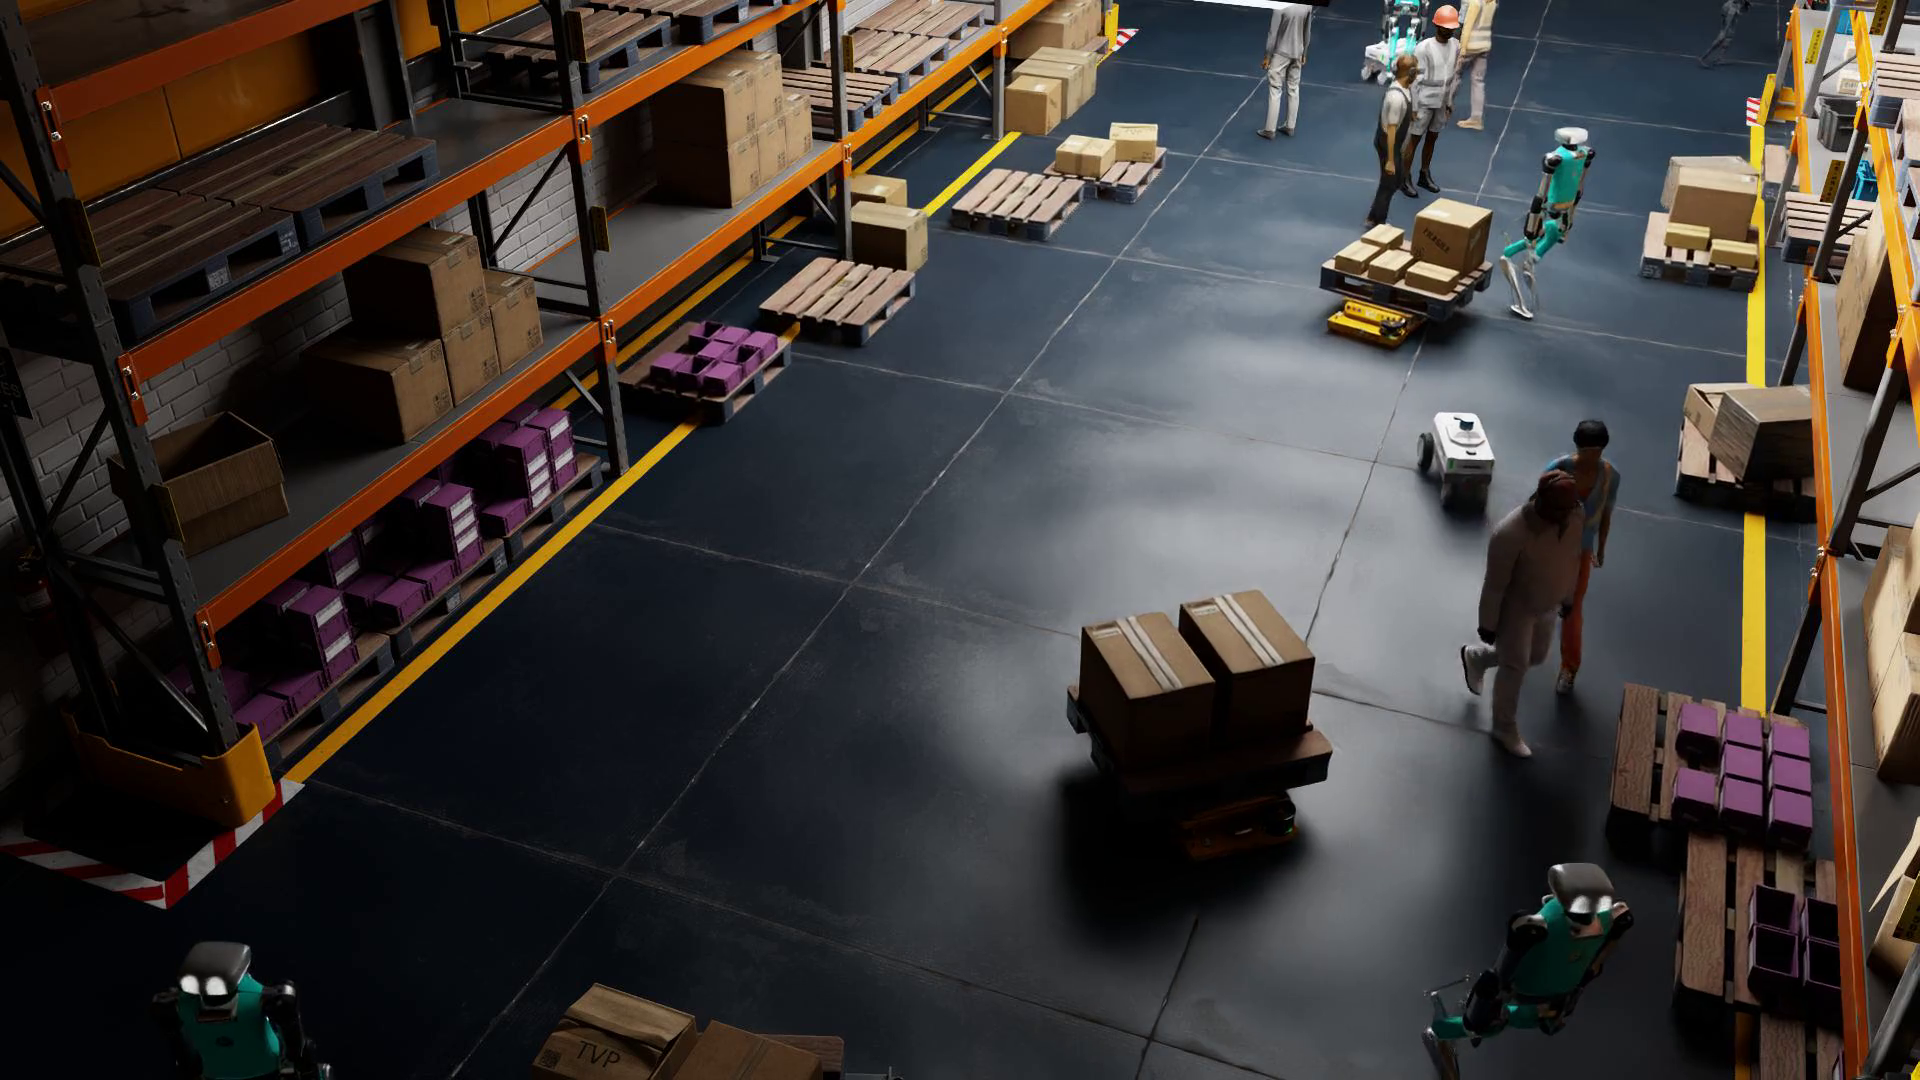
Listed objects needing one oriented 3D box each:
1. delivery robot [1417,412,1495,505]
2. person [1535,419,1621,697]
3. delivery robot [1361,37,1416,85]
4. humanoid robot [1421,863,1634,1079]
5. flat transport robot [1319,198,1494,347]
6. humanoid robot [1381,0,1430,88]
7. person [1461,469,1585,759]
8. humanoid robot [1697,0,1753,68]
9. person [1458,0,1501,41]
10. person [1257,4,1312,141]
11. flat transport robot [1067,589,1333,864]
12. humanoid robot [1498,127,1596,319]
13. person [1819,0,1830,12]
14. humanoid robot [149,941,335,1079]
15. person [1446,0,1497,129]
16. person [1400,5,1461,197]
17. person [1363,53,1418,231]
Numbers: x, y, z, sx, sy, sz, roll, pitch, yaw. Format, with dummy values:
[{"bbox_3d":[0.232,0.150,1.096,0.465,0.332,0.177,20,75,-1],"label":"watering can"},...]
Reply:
[{"bbox_3d":[3.714,-0.649,12.345,0.499,0.608,0.797,2,33,3],"label":"delivery robot"},{"bbox_3d":[3.715,0.034,10.212,0.518,1.707,0.942,7,34,11],"label":"person"},{"bbox_3d":[5.341,-5.967,20.557,0.777,0.587,0.499,-20,38,-28],"label":"delivery robot"},{"bbox_3d":[2.349,1.914,7.332,0.581,1.808,0.947,-8,34,-12],"label":"humanoid robot"},{"bbox_3d":[3.919,-2.132,14.892,0.659,0.231,1.431,23,39,31],"label":"flat transport robot"},{"bbox_3d":[5.118,-5.853,19.309,0.558,1.793,0.746,10,34,15],"label":"humanoid robot"},{"bbox_3d":[3.204,0.336,9.600,0.665,1.870,0.701,-19,38,-27],"label":"person"},{"bbox_3d":[9.624,-6.725,20.708,0.453,1.647,0.617,24,40,32],"label":"humanoid robot"},{"bbox_3d":[6.455,-6.683,20.625,0.529,1.688,0.323,15,36,22],"label":"person"},{"bbox_3d":[3.632,-5.379,18.425,0.547,1.892,0.398,-13,35,-19],"label":"person"},{"bbox_3d":[1.344,1.275,9.618,0.659,0.231,1.431,-10,34,-15],"label":"flat transport robot"},{"bbox_3d":[5.029,-2.760,14.556,0.548,1.845,0.663,-17,37,-24],"label":"humanoid robot"},{"bbox_3d":[10.963,-6.778,20.610,0.529,1.866,0.390,-5,33,-8],"label":"person"},{"bbox_3d":[-2.875,2.131,6.981,0.561,1.802,0.940,-5,33,-7],"label":"humanoid robot"},{"bbox_3d":[5.798,-5.602,18.922,0.518,1.715,0.772,-15,36,-22],"label":"person"},{"bbox_3d":[4.831,-4.483,16.994,0.542,1.938,0.352,-15,36,-22],"label":"person"},{"bbox_3d":[4.125,-3.730,15.934,0.336,1.825,0.664,11,34,17],"label":"person"}]
